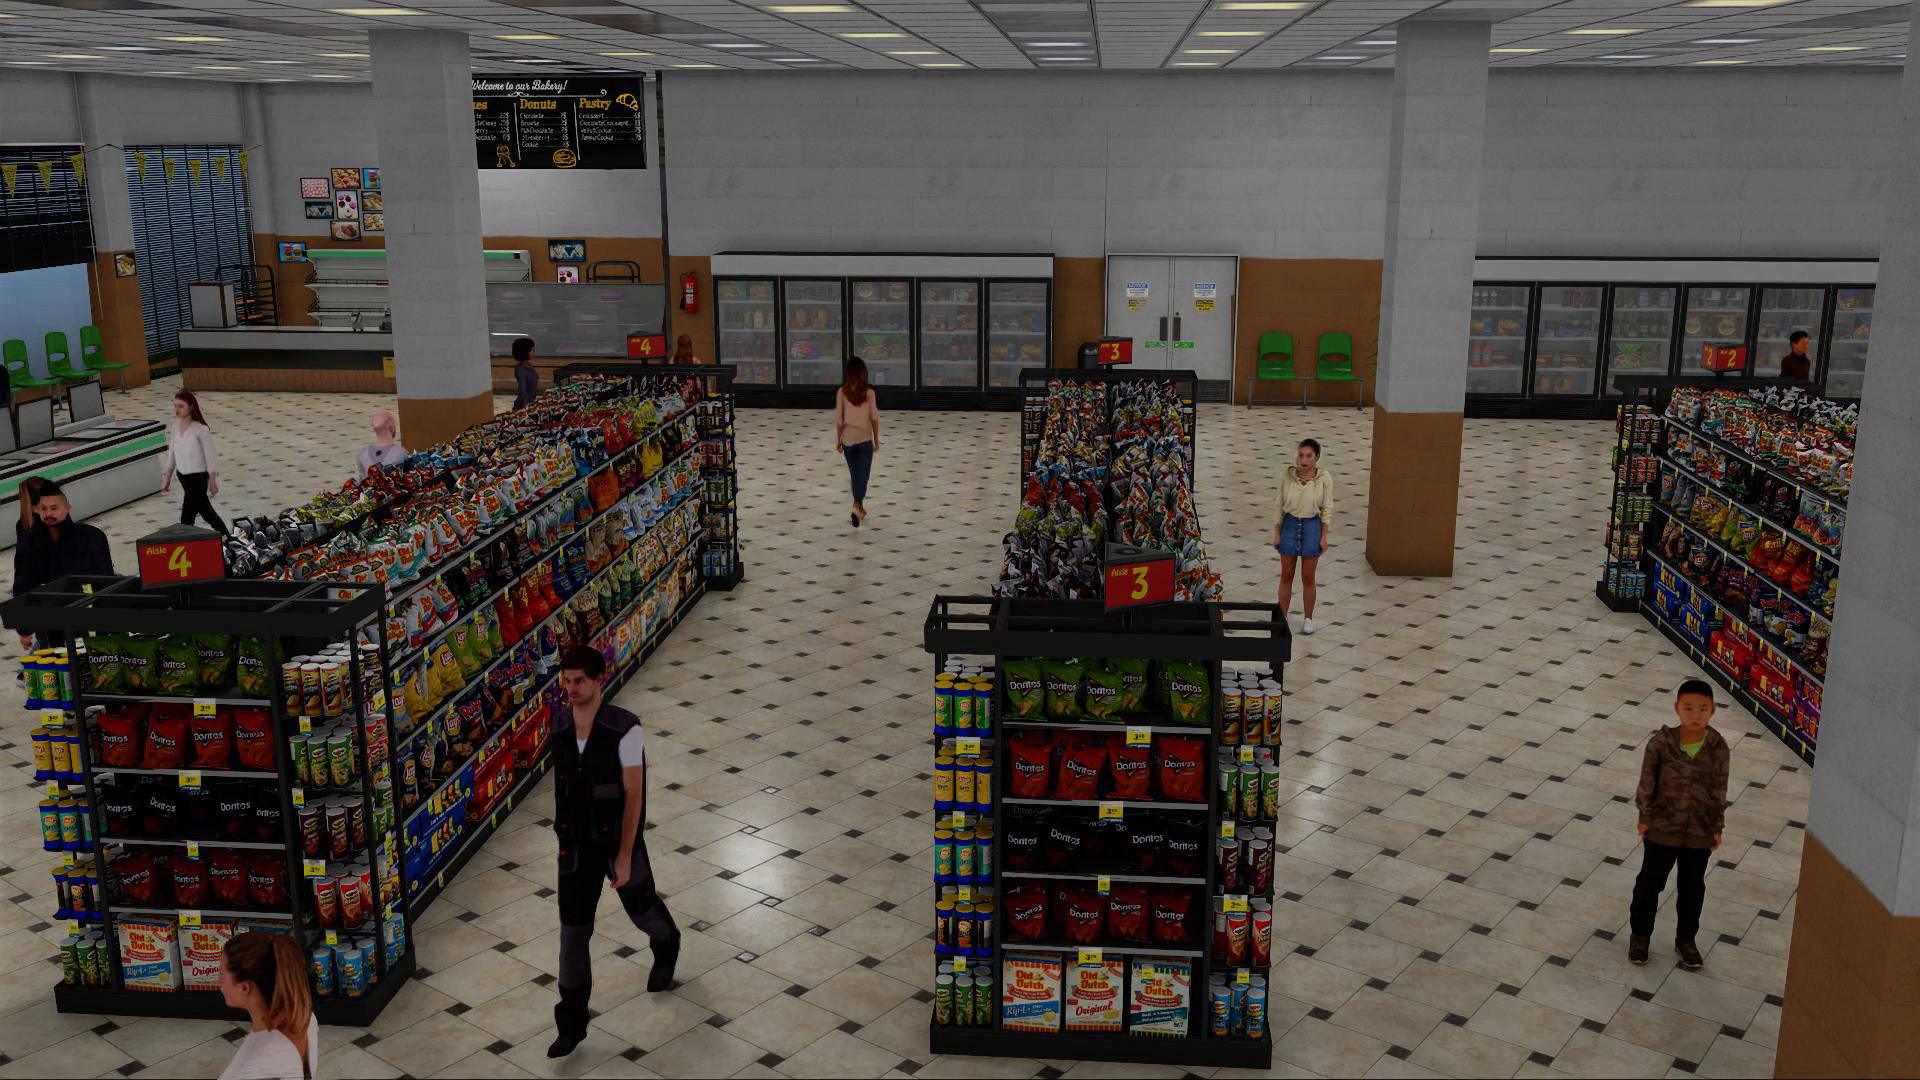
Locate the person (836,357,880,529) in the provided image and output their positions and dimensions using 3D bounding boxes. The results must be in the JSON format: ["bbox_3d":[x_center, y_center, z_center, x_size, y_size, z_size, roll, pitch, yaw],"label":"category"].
[{"bbox_3d":[-1.082,-1.000,17.422,0.613,1.765,1.087,2,14,7],"label":"person"}]

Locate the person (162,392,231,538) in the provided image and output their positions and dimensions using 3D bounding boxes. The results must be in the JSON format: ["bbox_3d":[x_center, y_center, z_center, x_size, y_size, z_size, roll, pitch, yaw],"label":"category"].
[{"bbox_3d":[-7.053,-0.503,15.490,0.925,1.710,1.238,7,15,27],"label":"person"}]

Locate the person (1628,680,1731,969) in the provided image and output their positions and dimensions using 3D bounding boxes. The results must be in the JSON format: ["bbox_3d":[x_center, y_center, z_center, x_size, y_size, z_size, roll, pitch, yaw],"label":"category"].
[{"bbox_3d":[3.564,1.389,8.230,0.595,1.455,0.586,3,14,11],"label":"person"}]

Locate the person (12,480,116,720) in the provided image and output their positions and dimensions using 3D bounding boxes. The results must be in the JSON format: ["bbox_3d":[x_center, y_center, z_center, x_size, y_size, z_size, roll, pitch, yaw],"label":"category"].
[{"bbox_3d":[-5.872,0.500,11.055,0.872,1.852,0.841,-2,14,-10],"label":"person"}]

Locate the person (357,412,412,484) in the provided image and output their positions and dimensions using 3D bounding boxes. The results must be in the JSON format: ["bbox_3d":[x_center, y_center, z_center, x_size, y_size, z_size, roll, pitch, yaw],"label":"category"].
[{"bbox_3d":[-4.737,-0.135,13.761,0.817,1.811,1.195,4,14,14],"label":"person"}]

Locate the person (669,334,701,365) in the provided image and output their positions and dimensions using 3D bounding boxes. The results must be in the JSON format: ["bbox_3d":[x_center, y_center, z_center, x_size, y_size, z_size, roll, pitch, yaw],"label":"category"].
[{"bbox_3d":[-3.445,-1.734,20.840,0.812,1.581,1.141,-3,14,-14],"label":"person"}]

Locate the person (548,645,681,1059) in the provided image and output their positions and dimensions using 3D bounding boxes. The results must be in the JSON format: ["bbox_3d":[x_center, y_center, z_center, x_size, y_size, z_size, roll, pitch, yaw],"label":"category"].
[{"bbox_3d":[-1.570,1.356,7.626,0.754,1.804,1.235,3,14,13],"label":"person"}]

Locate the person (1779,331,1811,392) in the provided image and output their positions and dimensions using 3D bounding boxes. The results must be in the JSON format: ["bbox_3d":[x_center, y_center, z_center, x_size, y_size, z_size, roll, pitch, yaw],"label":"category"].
[{"bbox_3d":[9.940,-1.633,20.086,1.020,1.739,1.184,-7,15,-26],"label":"person"}]

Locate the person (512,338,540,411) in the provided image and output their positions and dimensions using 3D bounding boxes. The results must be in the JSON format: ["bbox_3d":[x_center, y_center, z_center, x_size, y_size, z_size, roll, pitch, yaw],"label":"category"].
[{"bbox_3d":[-5.249,-1.531,19.818,0.683,1.669,1.022,2,14,7],"label":"person"}]

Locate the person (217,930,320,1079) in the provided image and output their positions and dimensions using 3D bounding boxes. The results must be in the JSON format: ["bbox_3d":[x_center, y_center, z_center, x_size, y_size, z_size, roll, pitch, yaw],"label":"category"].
[{"bbox_3d":[-2.004,2.008,5.134,0.680,1.712,0.611,0,14,2],"label":"person"}]

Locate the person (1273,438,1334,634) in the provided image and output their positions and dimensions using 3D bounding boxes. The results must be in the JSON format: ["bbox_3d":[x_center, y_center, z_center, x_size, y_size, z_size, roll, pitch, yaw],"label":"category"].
[{"bbox_3d":[2.828,-0.046,13.772,0.695,1.633,0.645,5,14,19],"label":"person"}]
